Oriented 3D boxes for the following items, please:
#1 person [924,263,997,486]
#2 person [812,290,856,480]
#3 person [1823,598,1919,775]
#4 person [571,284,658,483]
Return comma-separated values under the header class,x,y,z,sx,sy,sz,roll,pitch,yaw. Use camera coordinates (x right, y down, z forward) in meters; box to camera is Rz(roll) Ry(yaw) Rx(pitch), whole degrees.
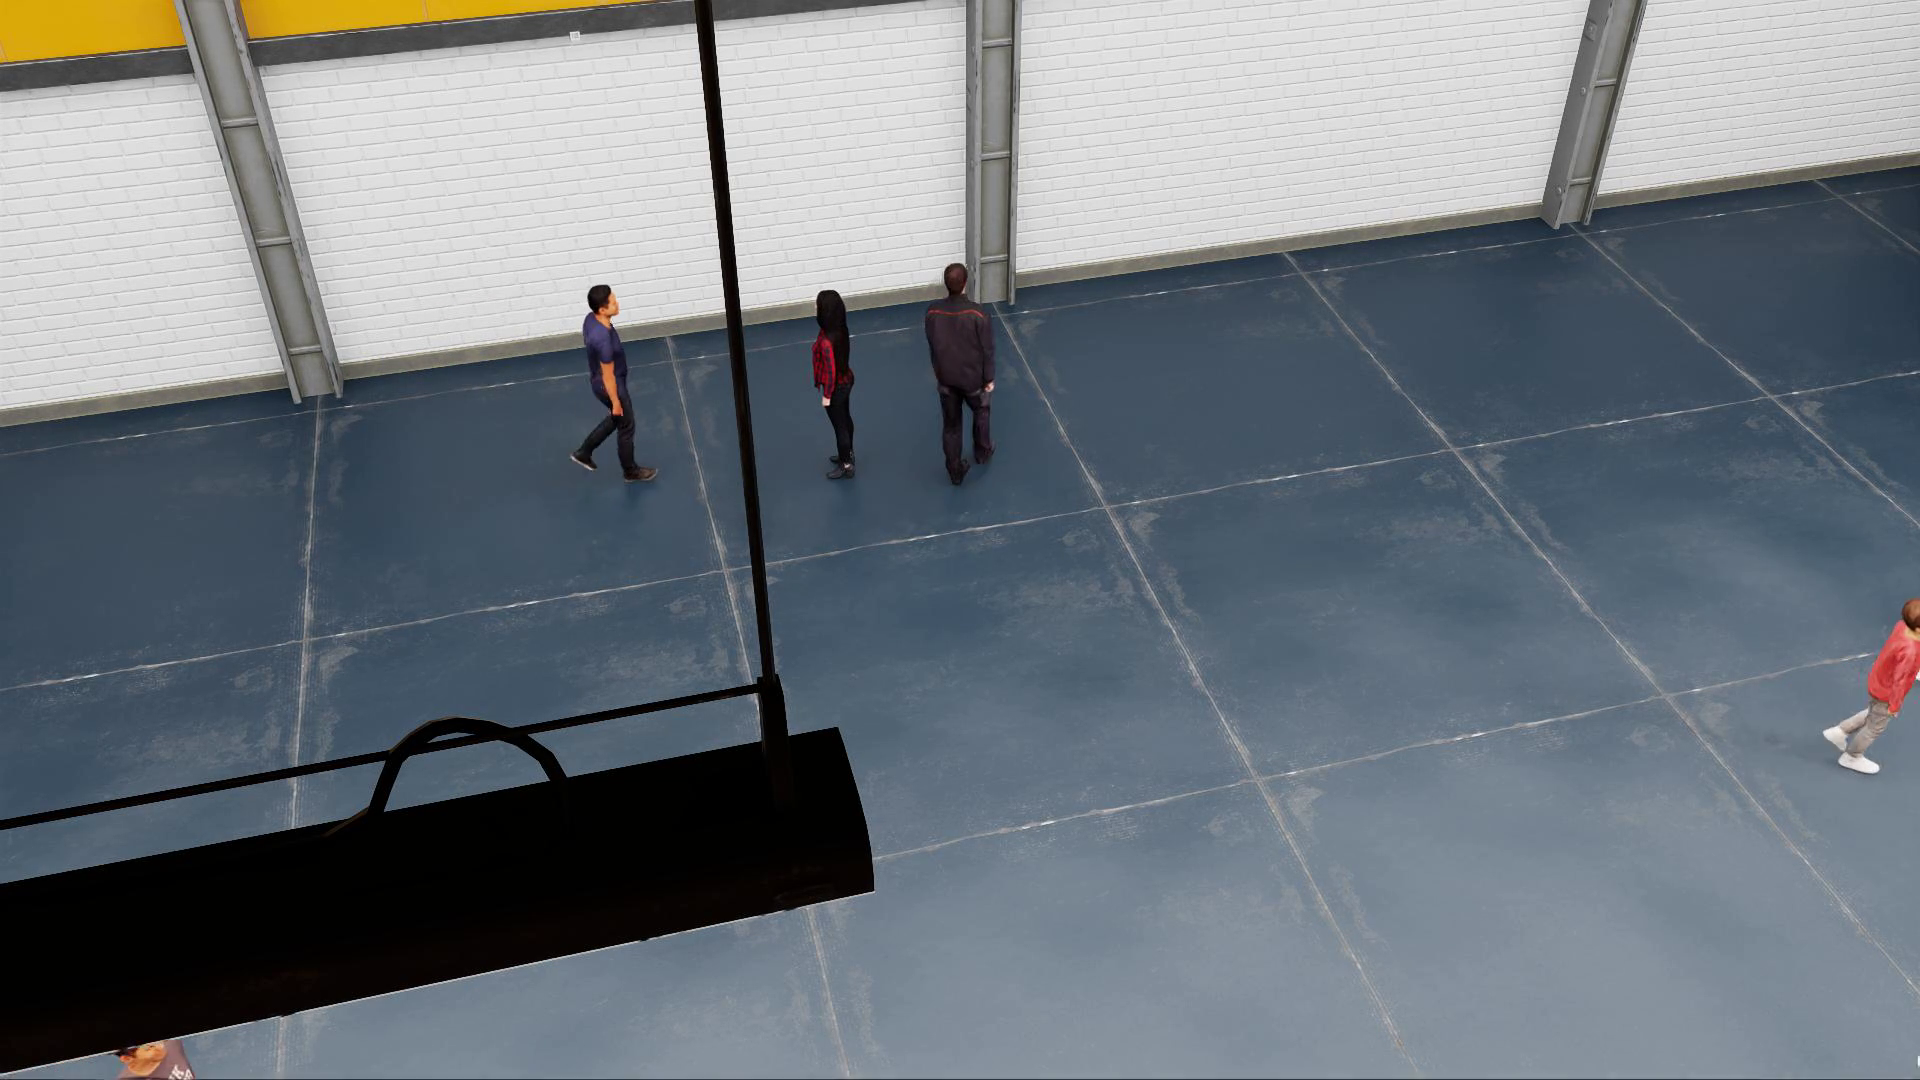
class,x,y,z,sx,sy,sz,roll,pitch,yaw
person,-0.026,-1.209,12.751,0.947,1.811,0.997,11,40,14
person,-0.940,-1.205,12.870,0.643,1.657,0.656,6,39,7
person,5.755,0.898,10.439,0.719,1.405,0.661,12,40,15
person,-2.752,-1.167,12.726,0.869,1.777,0.670,-11,40,-14
